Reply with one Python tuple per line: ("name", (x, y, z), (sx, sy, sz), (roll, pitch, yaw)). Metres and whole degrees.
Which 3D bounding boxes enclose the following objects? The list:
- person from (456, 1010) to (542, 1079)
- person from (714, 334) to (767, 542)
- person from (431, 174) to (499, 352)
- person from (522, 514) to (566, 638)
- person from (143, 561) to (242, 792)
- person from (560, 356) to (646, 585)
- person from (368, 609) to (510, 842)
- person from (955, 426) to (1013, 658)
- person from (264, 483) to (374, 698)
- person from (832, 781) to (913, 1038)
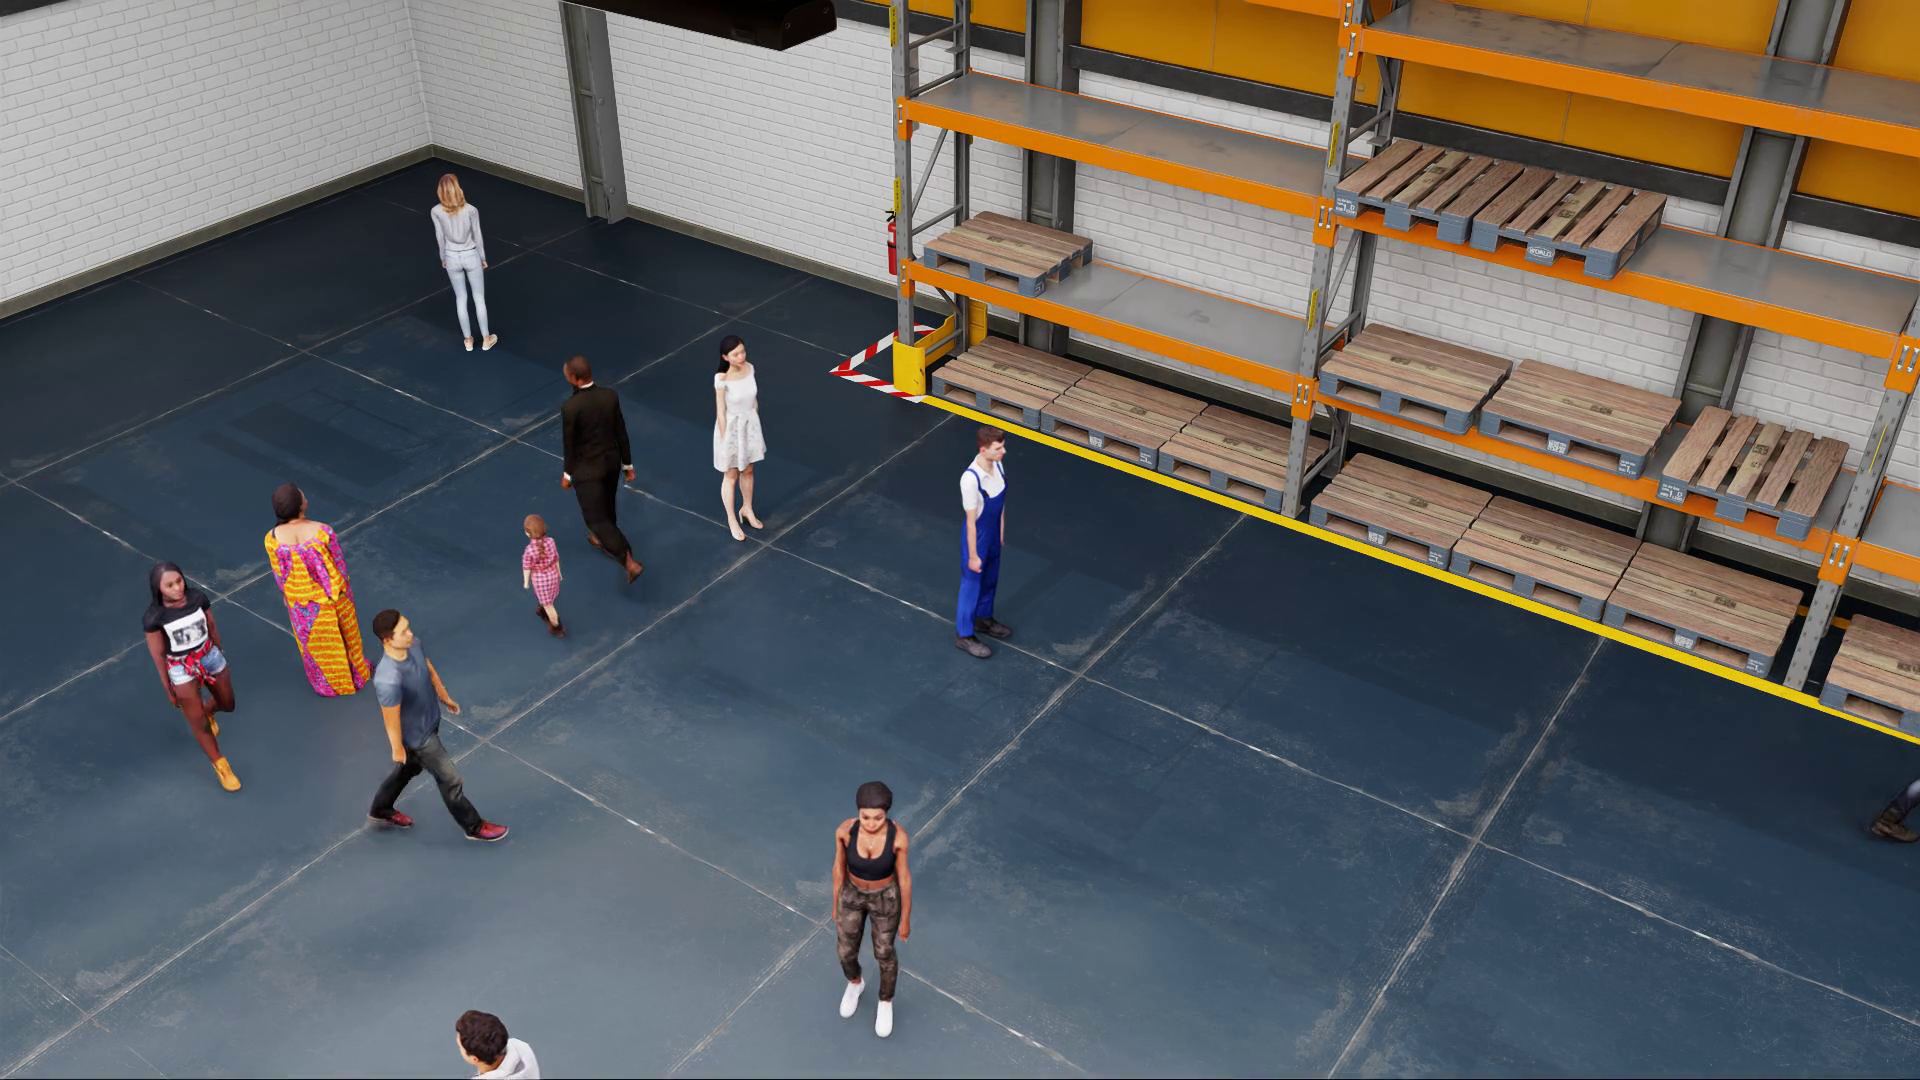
("person", (-2.022, 2.843, 7.631), (0.747, 1.929, 0.762), (4, 34, 6))
("person", (-1.766, -0.830, 13.296), (0.669, 1.774, 0.676), (27, 42, 34))
("person", (-4.794, -2.683, 16.064), (0.642, 1.796, 0.720), (-3, 34, -4))
("person", (-3.073, 0.279, 12.319), (0.501, 1.009, 0.676), (-28, 43, -35))
("person", (-5.038, 0.839, 10.842), (0.915, 1.711, 0.635), (25, 41, 32))
("person", (-2.739, -0.502, 12.715), (1.189, 1.871, 0.726), (28, 43, 35))
("person", (-3.454, 1.161, 10.304), (1.231, 1.771, 1.092), (-1, 34, -2))
("person", (0.156, -0.026, 12.019), (0.545, 1.848, 0.613), (20, 38, 27))
("person", (-4.515, 0.323, 11.638), (0.782, 1.689, 0.840), (-6, 34, -9))
("person", (-0.471, 1.959, 9.175), (0.682, 1.692, 0.779), (6, 34, 8))
